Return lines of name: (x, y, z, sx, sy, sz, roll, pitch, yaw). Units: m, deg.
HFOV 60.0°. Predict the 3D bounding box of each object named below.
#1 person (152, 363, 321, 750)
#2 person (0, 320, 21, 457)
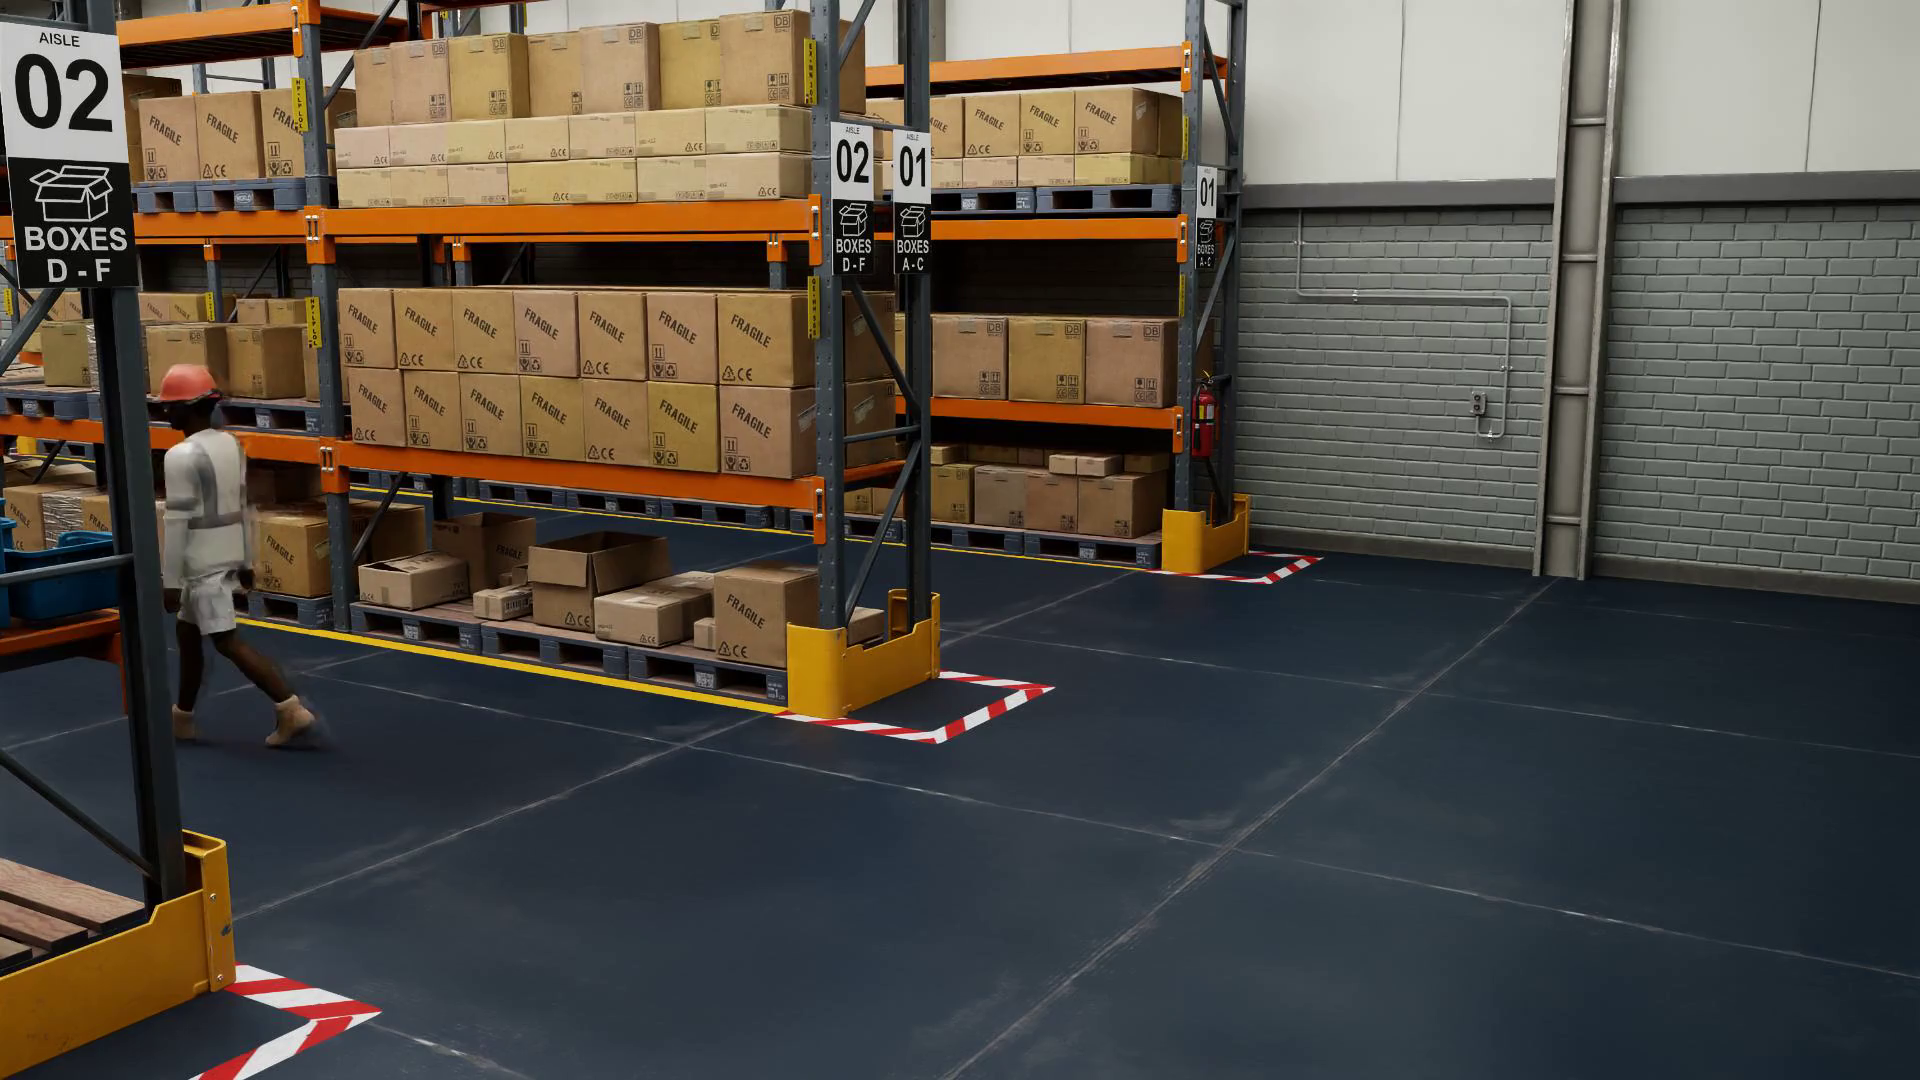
person: (-3.774, 0.100, 8.477, 1.017, 2.007, 0.620, 0, 10, 2)
person: (-10.965, -1.646, 18.929, 0.499, 1.918, 0.560, 9, 13, 41)
